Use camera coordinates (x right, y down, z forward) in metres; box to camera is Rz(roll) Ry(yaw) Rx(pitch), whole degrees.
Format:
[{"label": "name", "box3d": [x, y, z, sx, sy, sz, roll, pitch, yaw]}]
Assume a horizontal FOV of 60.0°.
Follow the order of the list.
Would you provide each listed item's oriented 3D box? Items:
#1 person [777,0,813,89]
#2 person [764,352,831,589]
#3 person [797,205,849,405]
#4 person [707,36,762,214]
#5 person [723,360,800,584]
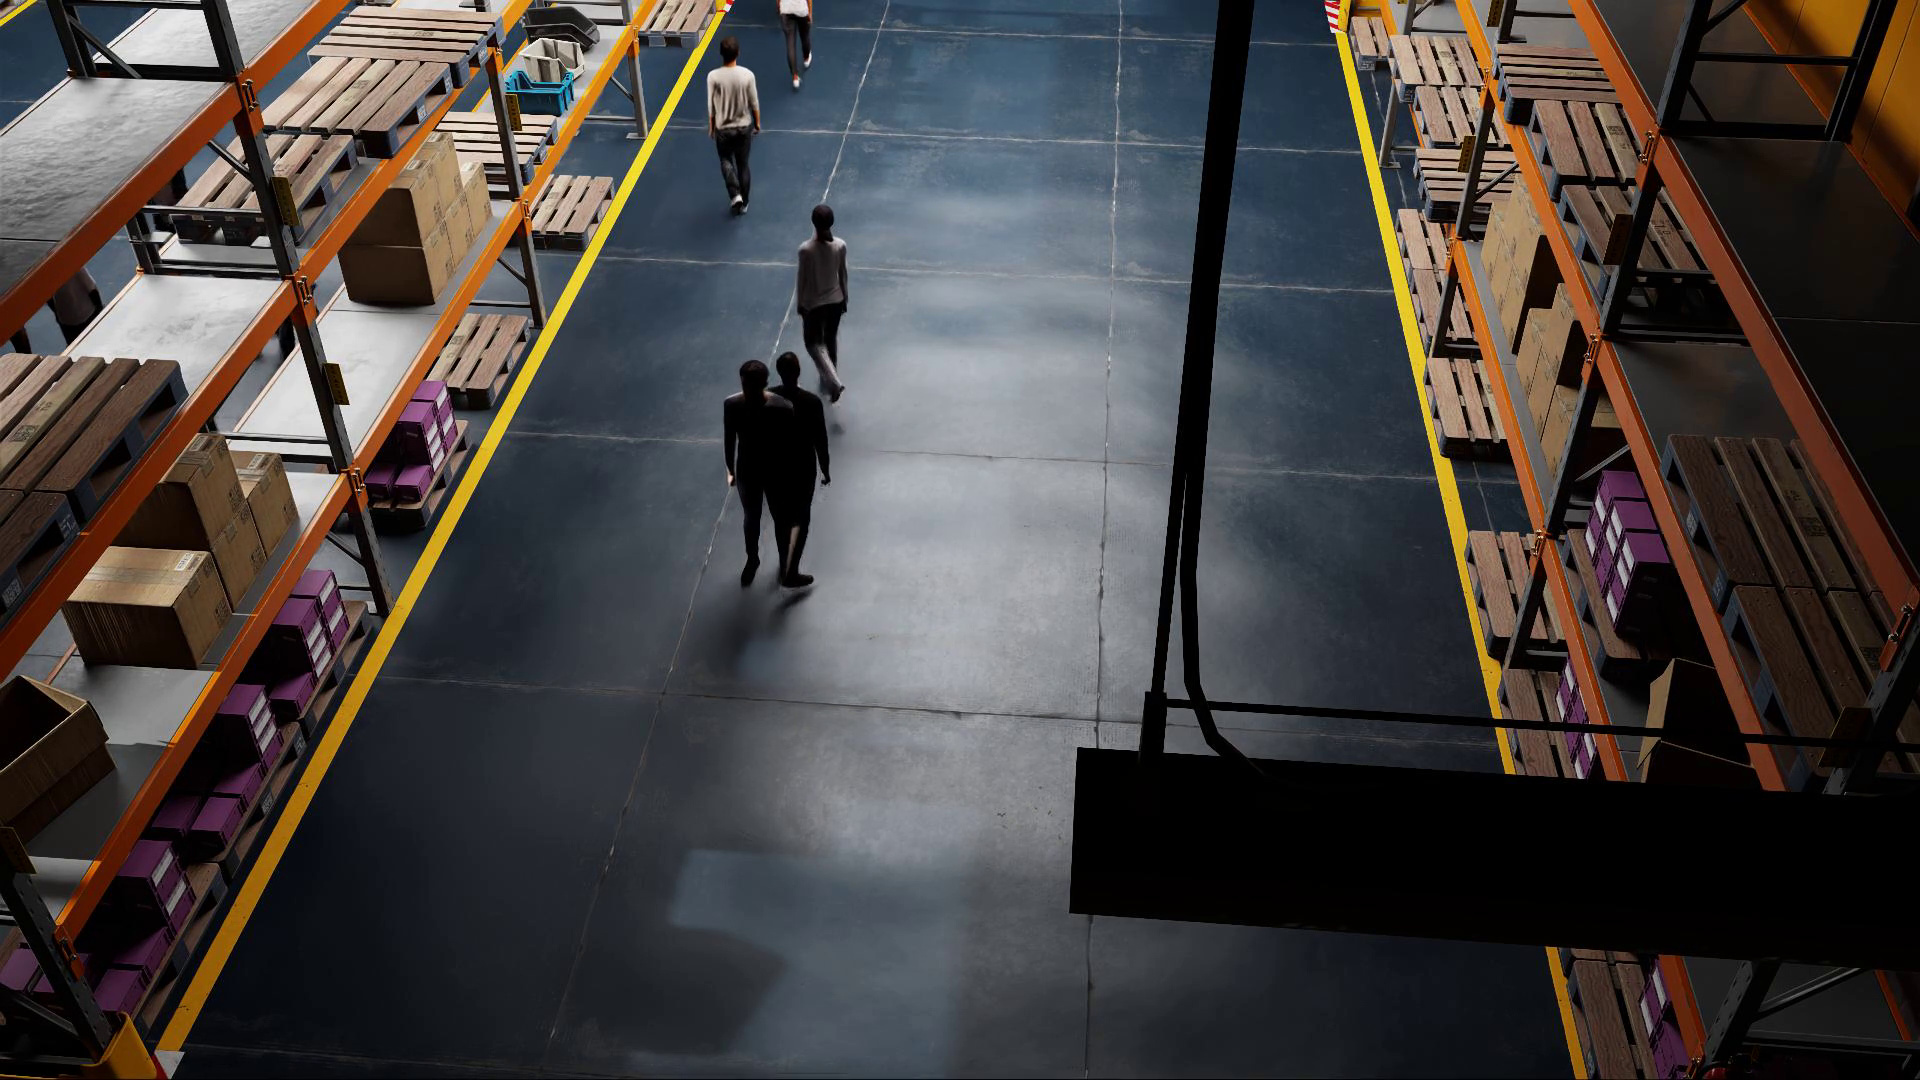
[{"label": "person", "box3d": [-1.899, -5.994, 19.049, 0.639, 1.599, 1.107, 0, 39, 0]}, {"label": "person", "box3d": [-1.240, -0.468, 12.005, 0.778, 1.755, 1.073, 10, 40, 12]}, {"label": "person", "box3d": [-1.115, -1.923, 13.831, 0.849, 1.749, 1.015, -14, 41, -17]}, {"label": "person", "box3d": [-2.229, -4.049, 16.452, 0.764, 1.801, 0.791, -8, 39, -10]}, {"label": "person", "box3d": [-1.414, -0.499, 11.957, 0.674, 1.864, 0.544, 0, 39, 0]}]
